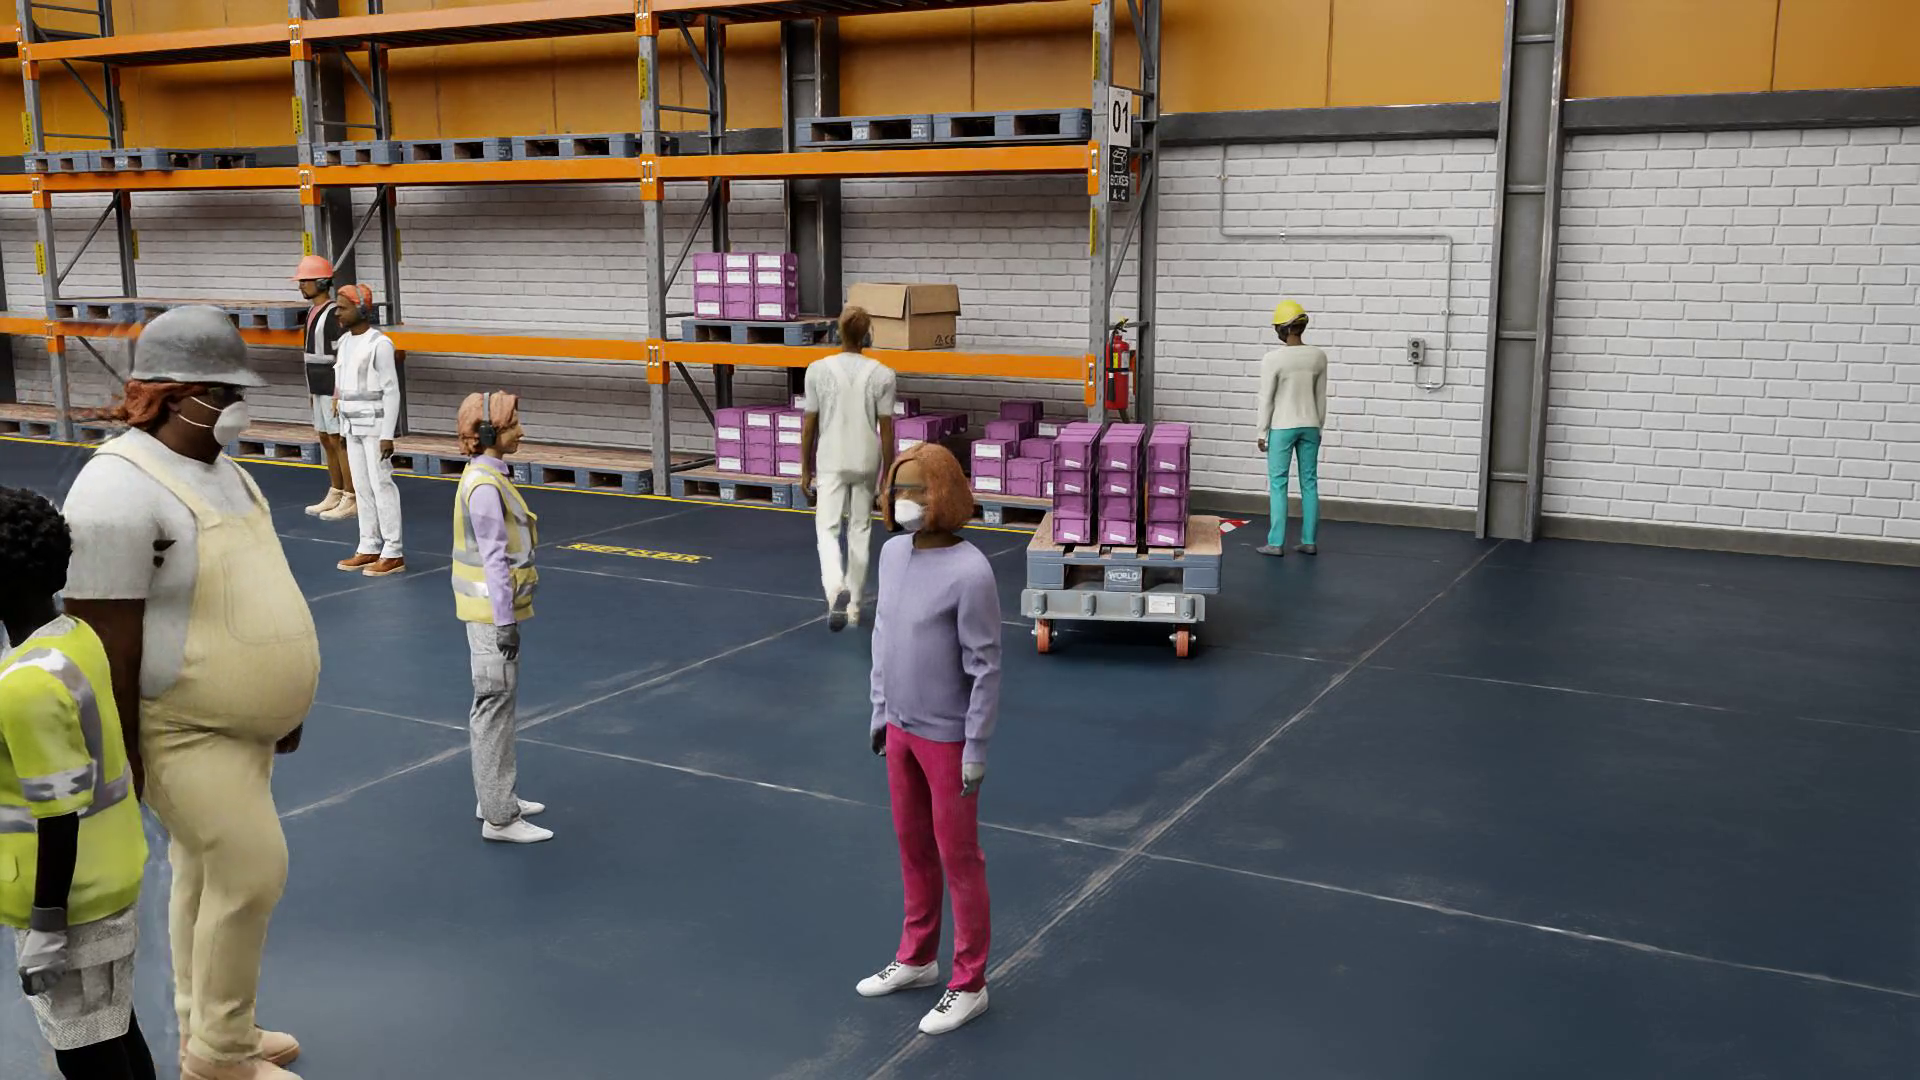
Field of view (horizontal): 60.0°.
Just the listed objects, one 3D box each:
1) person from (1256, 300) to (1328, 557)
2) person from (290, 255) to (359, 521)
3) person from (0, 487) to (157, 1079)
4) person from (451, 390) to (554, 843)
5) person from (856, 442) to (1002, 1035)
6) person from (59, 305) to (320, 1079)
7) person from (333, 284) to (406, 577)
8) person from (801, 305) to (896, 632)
[{"bbox_3d":[2.264,-0.757,11.406,0.528,1.761,0.345,-4,11,-20],"label":"person"},{"bbox_3d":[-4.925,-1.170,12.881,0.385,2.041,0.615,-8,13,-38],"label":"person"},{"bbox_3d":[-1.852,0.729,3.435,0.318,1.688,0.539,-4,11,-21],"label":"person"},{"bbox_3d":[-1.682,0.278,6.049,0.307,1.641,0.514,-3,11,-18],"label":"person"},{"bbox_3d":[-0.086,0.540,4.625,0.274,1.633,0.507,-8,13,-36],"label":"person"},{"bbox_3d":[-1.846,0.414,4.201,0.616,2.000,0.698,0,10,-1],"label":"person"},{"bbox_3d":[-3.845,-0.708,10.780,0.583,1.882,0.337,9,13,40],"label":"person"},{"bbox_3d":[-0.604,-0.371,9.129,0.526,1.819,0.708,-1,10,-8],"label":"person"}]
